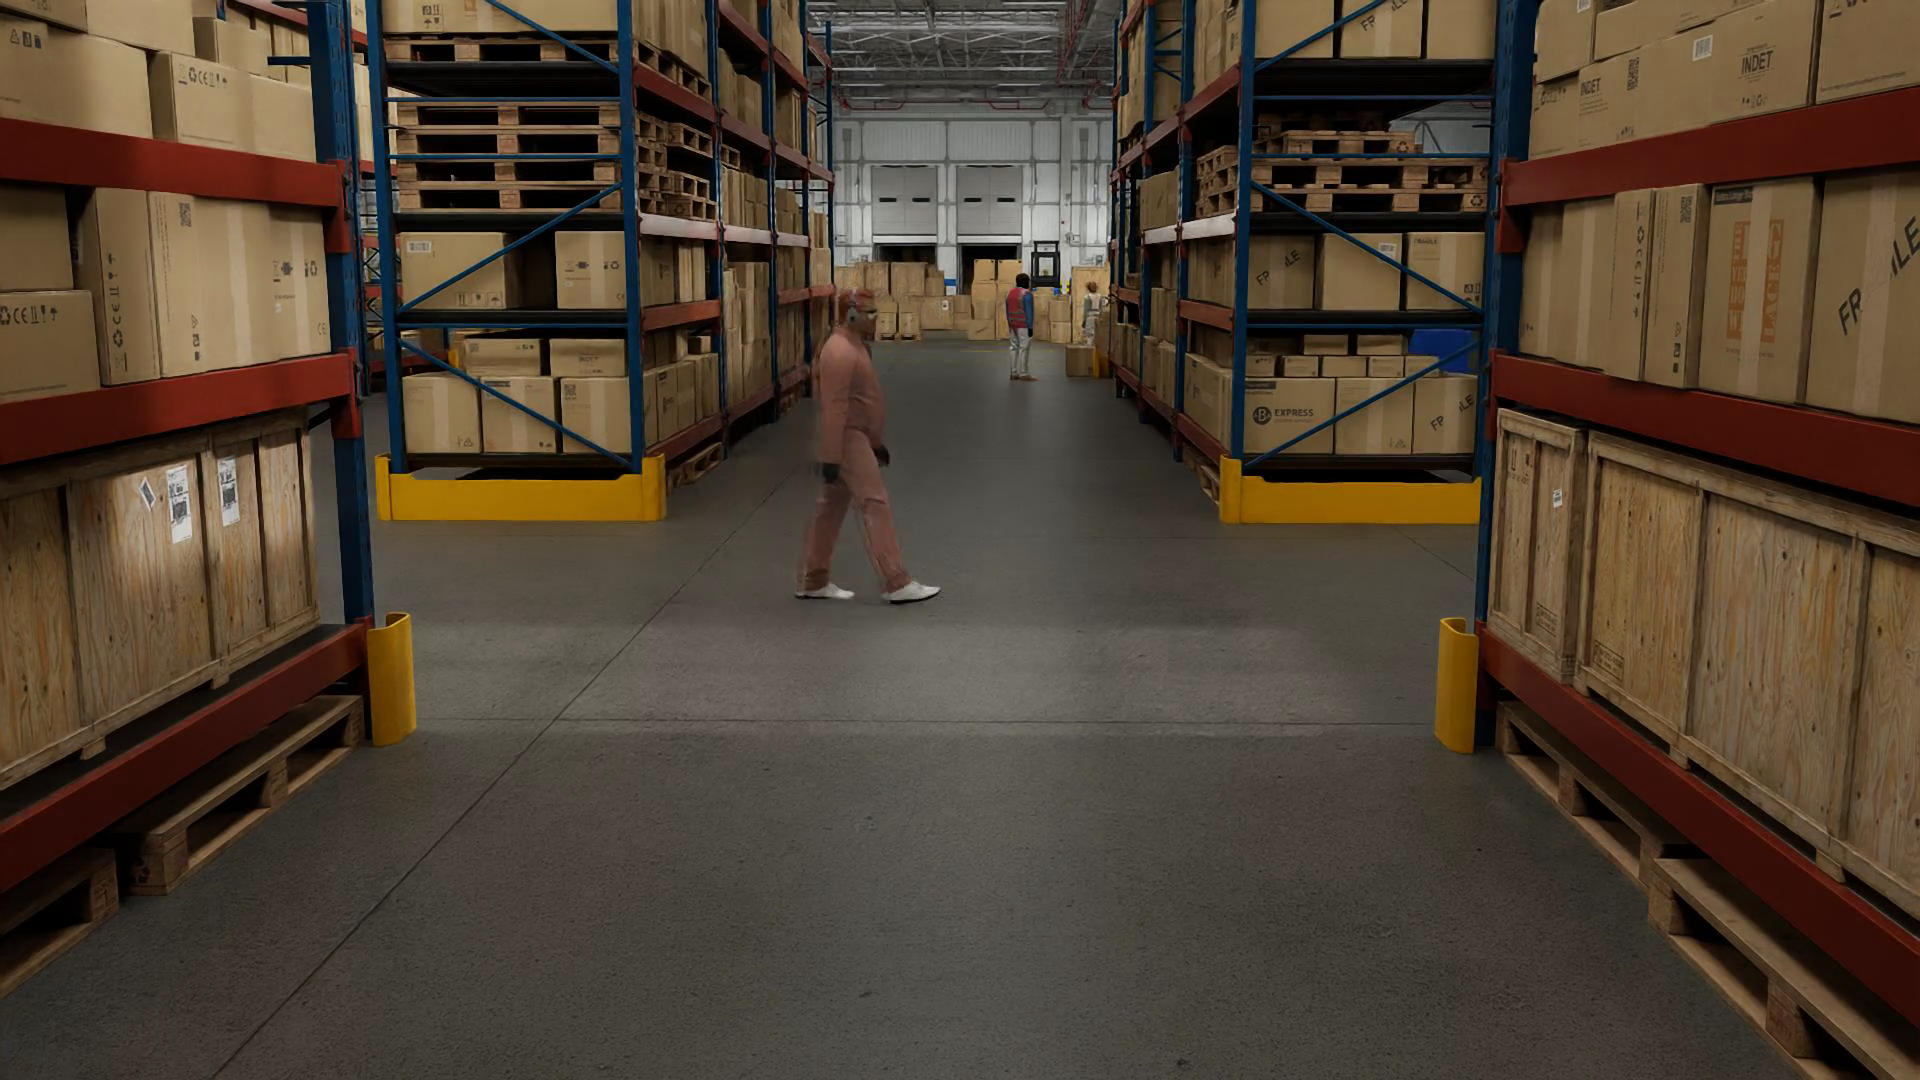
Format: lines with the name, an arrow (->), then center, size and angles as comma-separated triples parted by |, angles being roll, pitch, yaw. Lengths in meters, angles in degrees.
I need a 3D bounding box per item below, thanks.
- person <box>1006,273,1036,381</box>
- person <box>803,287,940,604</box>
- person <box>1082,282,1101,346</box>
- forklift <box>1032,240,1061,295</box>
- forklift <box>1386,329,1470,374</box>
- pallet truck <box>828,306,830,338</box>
person -> 1.053, -3.649, 28.526 | 0.430, 1.844, 0.624 | -7, 12, -36
person -> -0.528, -0.547, 9.866 | 0.919, 1.870, 0.651 | -1, 9, -3
person -> 2.721, -4.494, 34.257 | 0.578, 1.631, 0.335 | -8, 12, -39
forklift -> 3.172, -9.648, 61.356 | 1.129, 2.768, 1.873 | 0, 9, 1
forklift -> 6.232, -3.358, 23.676 | 1.873, 2.768, 1.129 | 0, 9, 1
pallet truck -> -3.100, -3.940, 29.800 | 1.885, 1.965, 0.823 | 3, 10, 19
